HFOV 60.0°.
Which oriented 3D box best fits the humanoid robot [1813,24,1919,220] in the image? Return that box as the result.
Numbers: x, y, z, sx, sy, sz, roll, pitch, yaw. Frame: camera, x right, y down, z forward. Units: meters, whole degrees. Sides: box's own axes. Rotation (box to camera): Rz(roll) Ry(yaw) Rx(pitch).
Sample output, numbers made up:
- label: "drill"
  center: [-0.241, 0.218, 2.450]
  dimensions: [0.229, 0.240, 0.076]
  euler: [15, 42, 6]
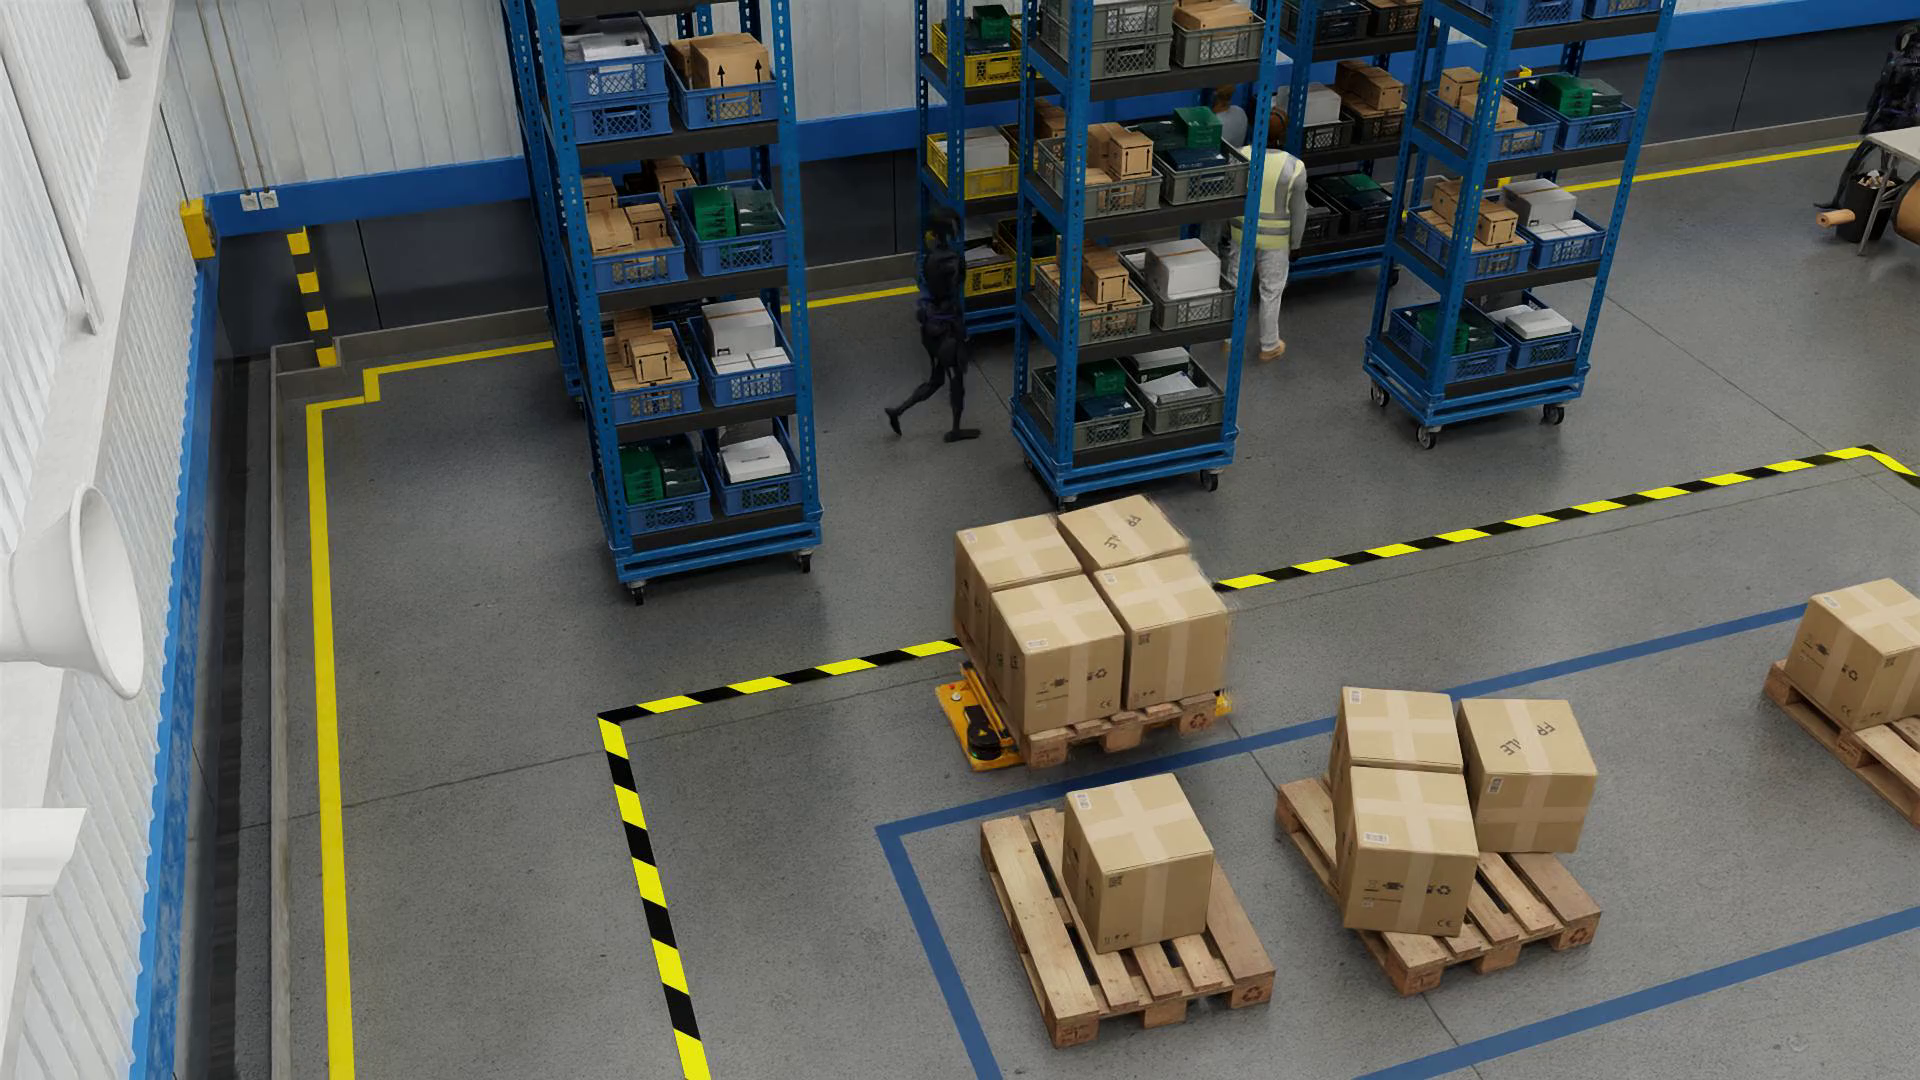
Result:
- label: "humanoid robot"
  center: [7.600, -3.414, 13.693]
  dimensions: [0.688, 1.635, 0.589]
  euler: [-2, 35, -2]

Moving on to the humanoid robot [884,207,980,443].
- label: "humanoid robot"
  center: [-0.180, -1.355, 10.760]
  dimensions: [0.611, 1.636, 0.589]
  euler: [-12, 37, -16]

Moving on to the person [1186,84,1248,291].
- label: "person"
  center: [1.829, -2.463, 12.100]
  dimensions: [0.374, 1.940, 0.627]
  euler: [20, 40, 25]

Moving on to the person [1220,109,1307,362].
- label: "person"
  center: [2.125, -2.139, 11.723]
  dimensions: [0.620, 1.844, 0.429]
  euler: [17, 39, 23]

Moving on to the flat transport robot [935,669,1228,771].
- label: "flat transport robot"
  center: [0.646, 0.808, 8.886]
  dimensions: [1.431, 0.197, 0.652]
  euler: [-11, 37, -15]
